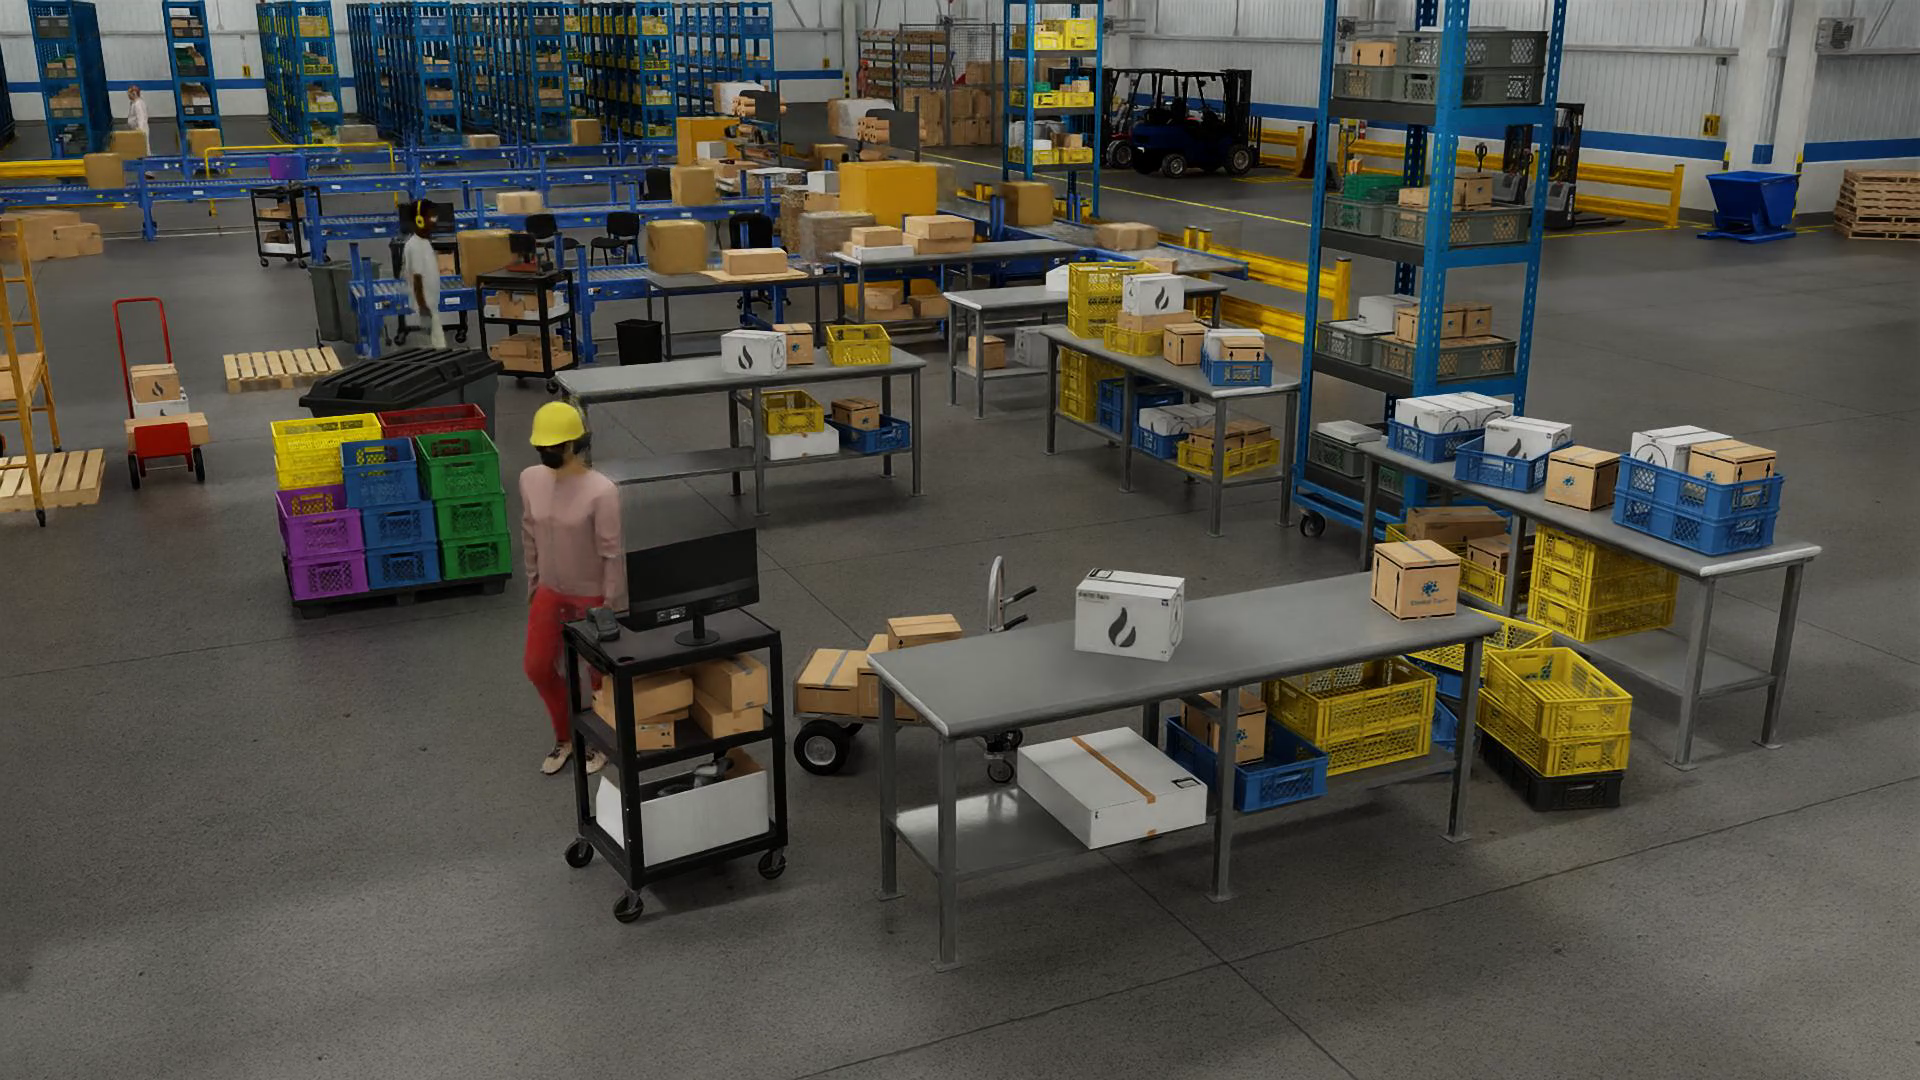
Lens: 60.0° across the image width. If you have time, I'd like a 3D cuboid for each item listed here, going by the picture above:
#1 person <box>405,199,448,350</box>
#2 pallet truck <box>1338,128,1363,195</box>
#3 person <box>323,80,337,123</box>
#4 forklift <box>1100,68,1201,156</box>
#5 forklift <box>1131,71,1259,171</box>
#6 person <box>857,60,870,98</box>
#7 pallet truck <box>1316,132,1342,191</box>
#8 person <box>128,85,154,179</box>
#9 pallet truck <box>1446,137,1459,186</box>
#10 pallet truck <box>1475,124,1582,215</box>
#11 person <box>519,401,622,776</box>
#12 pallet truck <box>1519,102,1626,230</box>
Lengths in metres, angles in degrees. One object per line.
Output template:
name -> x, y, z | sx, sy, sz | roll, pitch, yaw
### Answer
person -> -4.552, -1.962, 14.168 | 0.506, 1.860, 0.538 | -2, 18, -7
pallet truck -> 7.845, -7.140, 31.411 | 1.522, 1.261, 0.704 | -9, 20, -25
person -> -19.818, -13.941, 51.986 | 0.615, 1.807, 0.620 | -13, 22, -35
forklift -> 4.082, -9.564, 37.410 | 2.680, 1.987, 1.157 | -8, 19, -23
forklift -> 4.998, -8.936, 35.413 | 2.680, 1.987, 1.157 | -9, 20, -25
person -> -2.930, -13.584, 50.593 | 0.409, 1.987, 0.609 | -4, 18, -14
pallet truck -> 7.723, -7.504, 32.656 | 1.601, 1.201, 0.680 | -8, 19, -23
person -> -17.078, -8.481, 34.632 | 0.409, 1.909, 0.640 | -8, 19, -23
pallet truck -> 9.184, -6.485, 29.328 | 1.630, 1.274, 0.653 | -8, 19, -23
pallet truck -> 9.707, -6.455, 28.103 | 1.885, 1.965, 0.823 | -7, 19, -20
person -> -1.743, 0.241, 7.396 | 0.552, 1.747, 0.481 | 7, 19, 20
pallet truck -> 9.972, -6.037, 26.785 | 1.885, 1.965, 0.823 | -9, 20, -25
